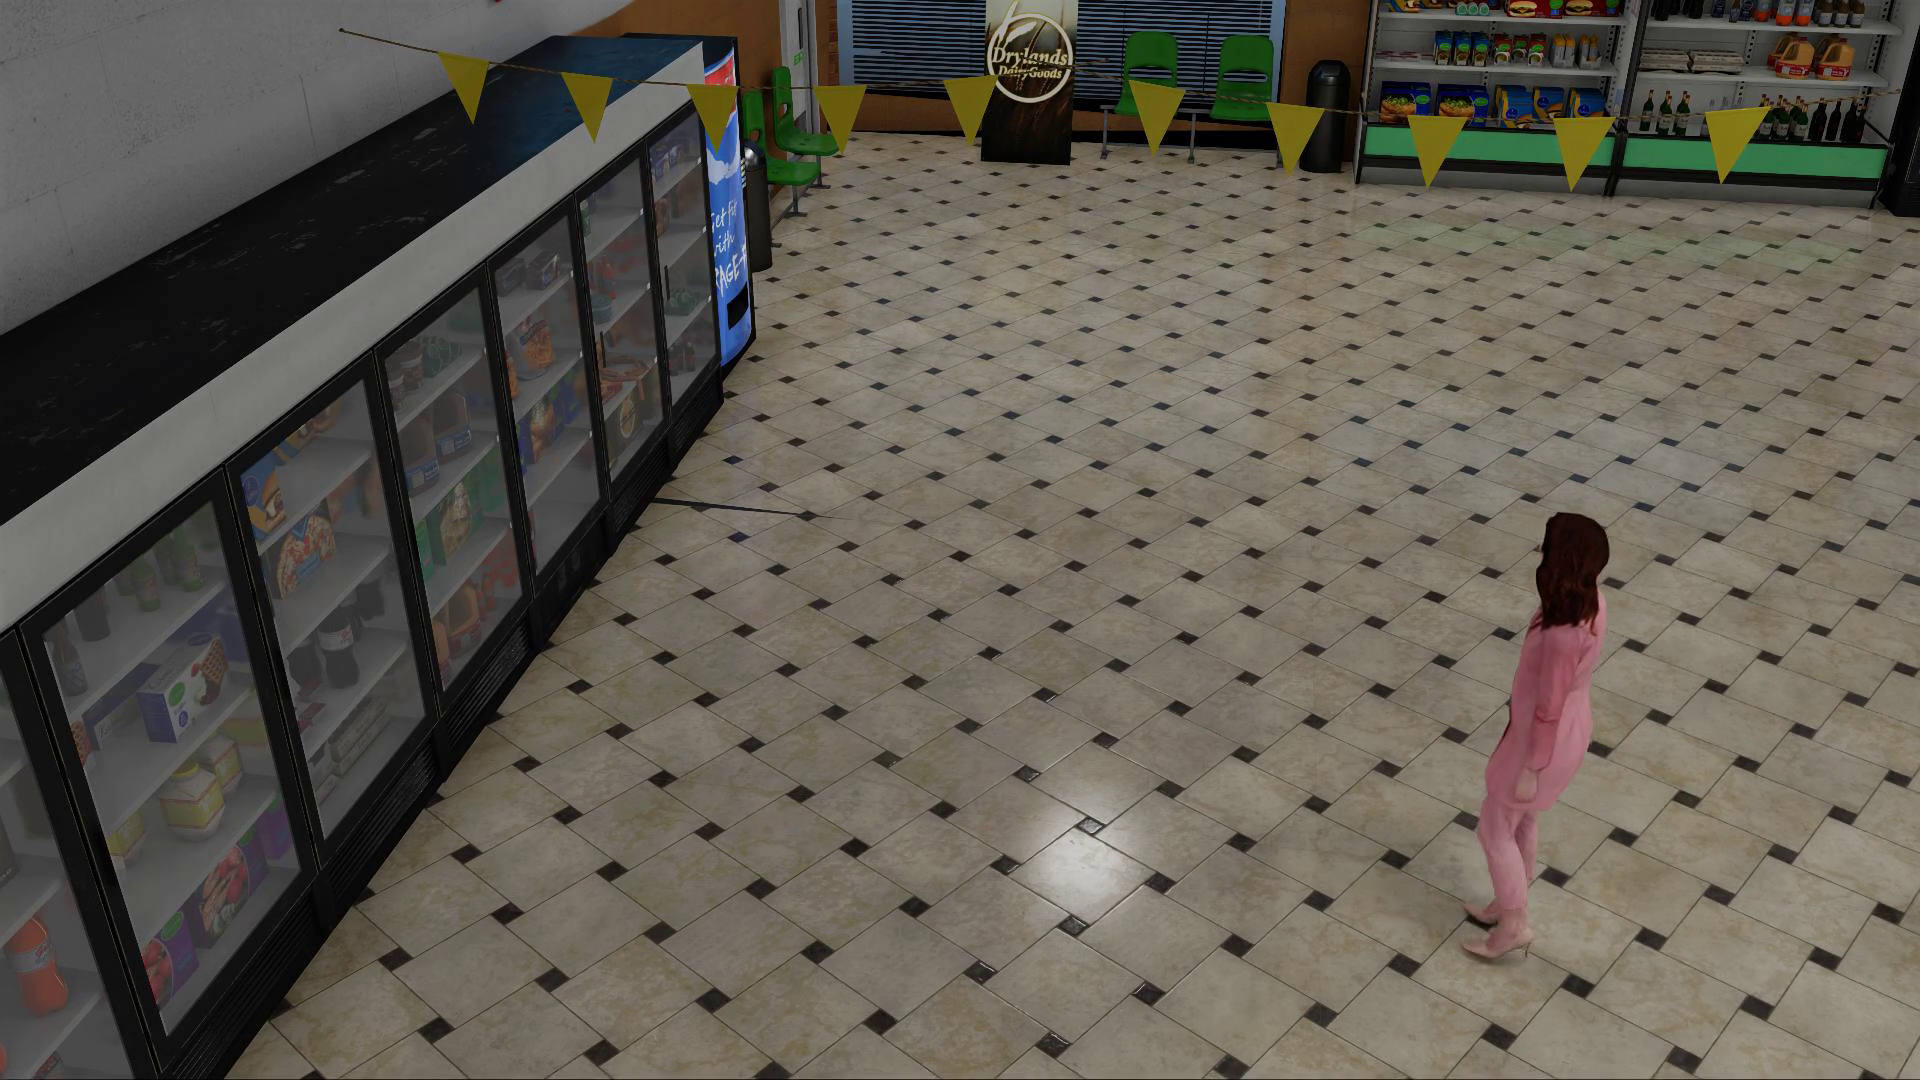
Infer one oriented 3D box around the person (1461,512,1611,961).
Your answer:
[{"bbox_3d":[2.131,0.745,5.932,0.693,1.793,0.744,15,32,25],"label":"person"}]
